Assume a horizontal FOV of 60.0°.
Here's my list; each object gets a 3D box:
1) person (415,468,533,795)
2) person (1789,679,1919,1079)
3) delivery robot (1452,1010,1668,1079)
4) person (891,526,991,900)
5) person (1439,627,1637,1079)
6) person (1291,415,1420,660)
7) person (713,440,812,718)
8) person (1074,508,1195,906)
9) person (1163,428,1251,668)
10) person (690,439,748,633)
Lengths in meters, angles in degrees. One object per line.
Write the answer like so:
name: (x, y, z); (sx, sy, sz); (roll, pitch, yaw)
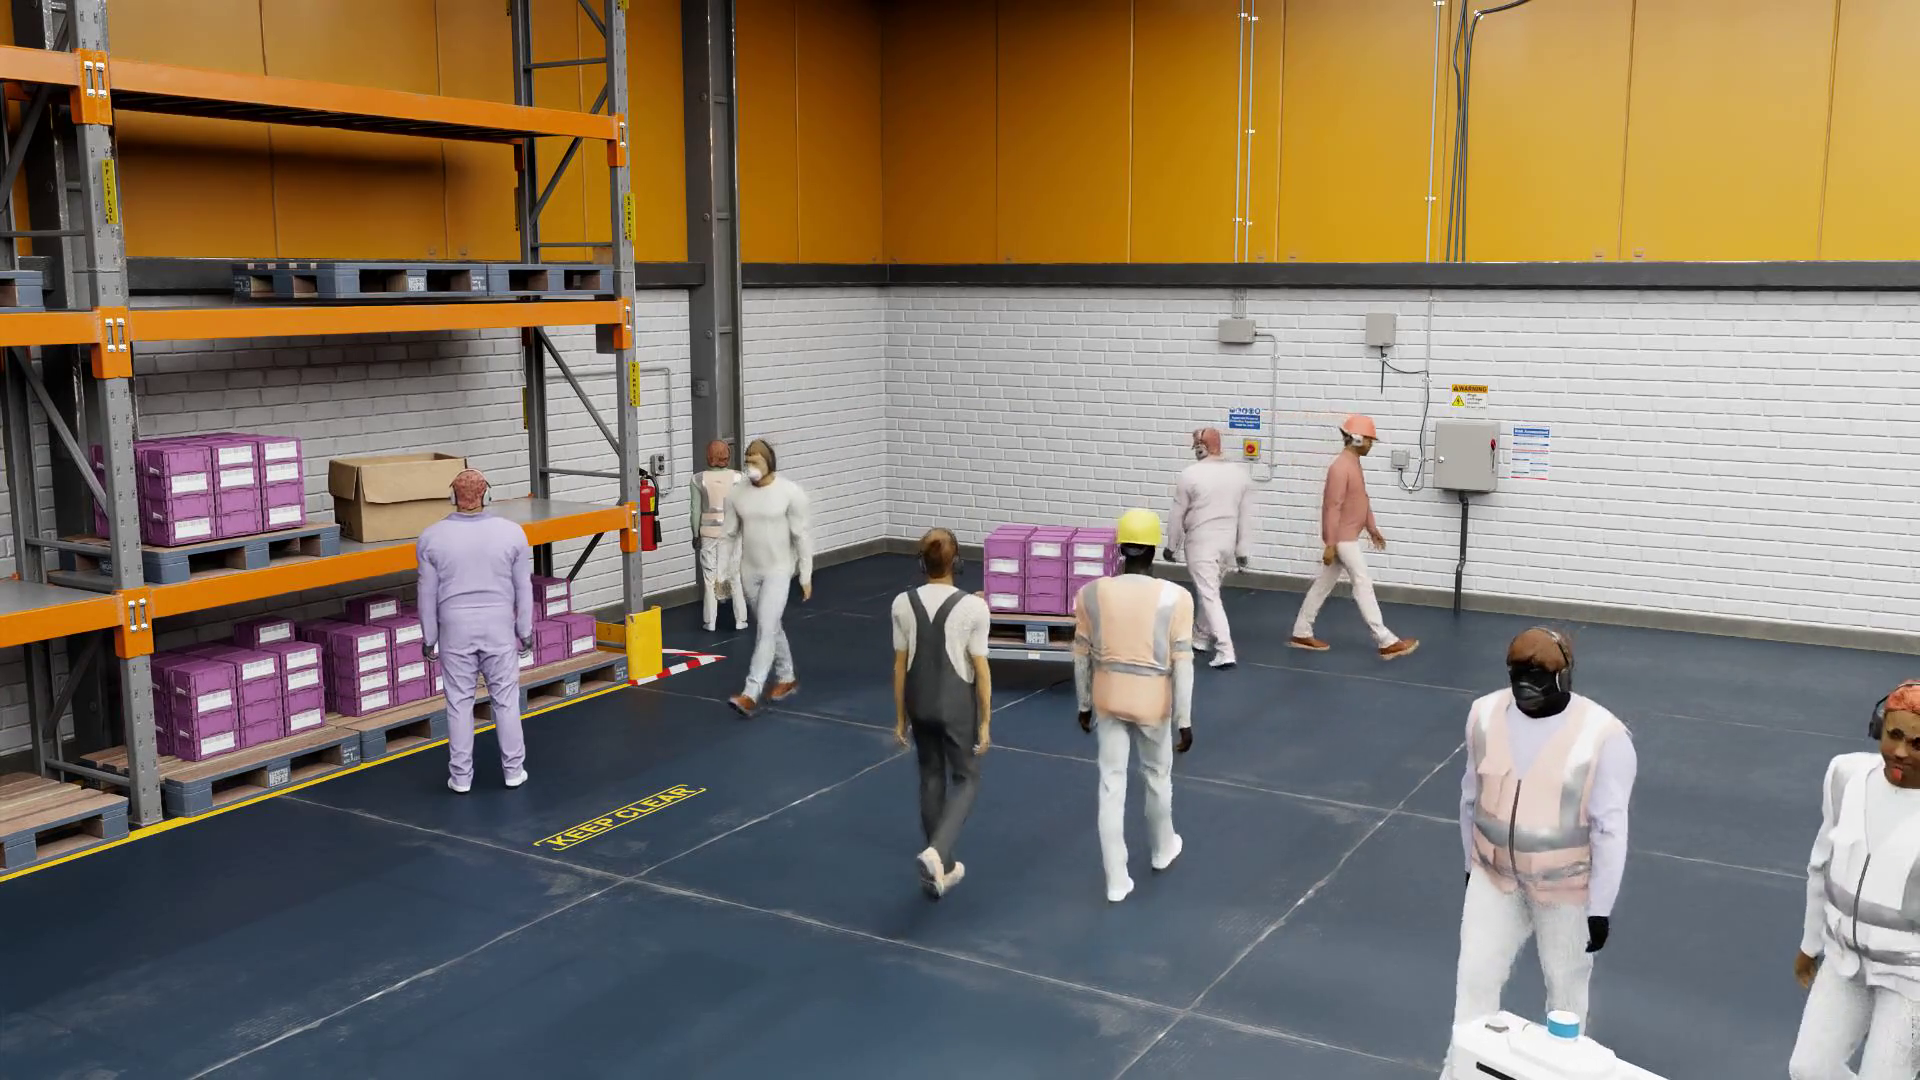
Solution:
person: (-2.827, 0.537, 9.726); (0.659, 1.908, 0.402); (-3, 10, -18)
person: (2.824, 1.304, 5.025); (0.482, 1.865, 0.617); (-4, 10, -21)
delivery robot: (2.010, 1.823, 5.576); (0.477, 0.478, 0.707); (-6, 11, -35)
person: (-0.104, 0.848, 7.979); (0.510, 1.827, 0.622); (3, 10, 20)
person: (1.960, 1.209, 5.779); (0.647, 1.804, 0.865); (8, 12, 42)
person: (3.119, -0.028, 13.184); (1.026, 1.922, 0.593); (3, 10, 17)
person: (-1.399, 0.258, 11.487); (0.659, 1.881, 1.026); (4, 10, 25)
person: (0.881, 0.778, 8.200); (0.612, 1.893, 0.871); (3, 10, 18)
person: (1.949, 0.048, 12.966); (0.620, 1.849, 0.987); (-5, 10, -29)
person: (-2.020, -0.031, 14.057); (0.514, 1.642, 0.310); (-2, 9, -10)
